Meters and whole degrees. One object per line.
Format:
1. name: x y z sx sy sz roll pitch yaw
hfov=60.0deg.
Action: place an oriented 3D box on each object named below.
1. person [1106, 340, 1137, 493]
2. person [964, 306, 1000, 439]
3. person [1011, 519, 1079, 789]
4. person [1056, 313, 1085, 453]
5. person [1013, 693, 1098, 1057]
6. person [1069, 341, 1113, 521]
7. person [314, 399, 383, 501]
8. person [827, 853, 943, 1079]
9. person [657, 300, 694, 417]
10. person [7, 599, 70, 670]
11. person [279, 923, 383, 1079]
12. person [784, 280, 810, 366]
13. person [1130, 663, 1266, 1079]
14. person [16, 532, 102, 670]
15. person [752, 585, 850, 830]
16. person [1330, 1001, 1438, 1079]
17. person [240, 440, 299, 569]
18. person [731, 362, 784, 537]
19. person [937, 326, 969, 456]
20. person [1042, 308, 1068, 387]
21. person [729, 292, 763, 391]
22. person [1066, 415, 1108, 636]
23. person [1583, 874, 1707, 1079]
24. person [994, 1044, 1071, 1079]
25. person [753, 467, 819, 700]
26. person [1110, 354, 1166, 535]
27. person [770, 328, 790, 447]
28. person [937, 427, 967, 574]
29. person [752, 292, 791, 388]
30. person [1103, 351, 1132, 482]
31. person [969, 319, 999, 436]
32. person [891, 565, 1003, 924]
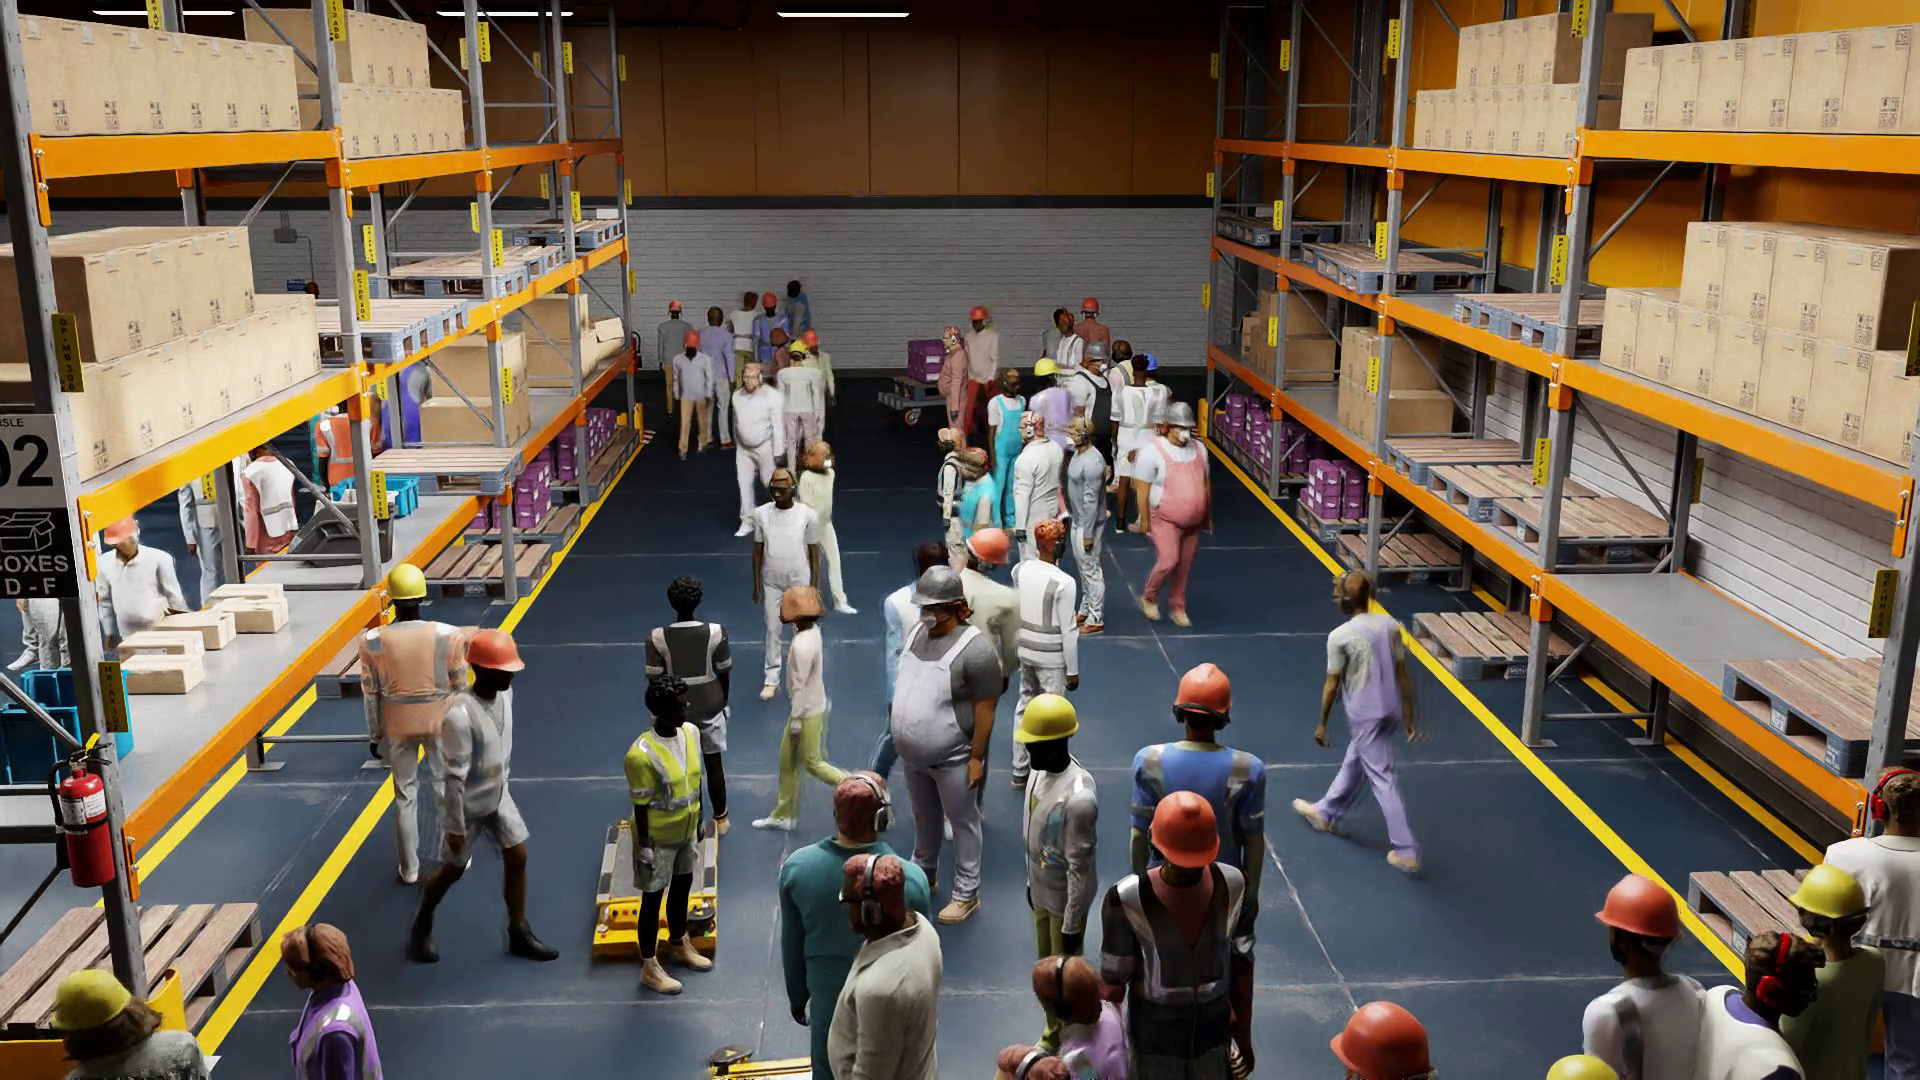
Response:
1. person: 1.946 -1.483 19.968 0.430 1.837 0.629 10 17 35
2. person: 0.280 -2.204 22.592 0.613 1.939 1.063 10 17 33
3. person: 0.565 0.782 10.982 0.342 1.877 0.570 -11 18 -37
4. person: 1.457 -2.112 22.346 0.374 1.879 0.582 -6 16 -24
5. person: 0.429 1.614 7.631 0.397 1.920 0.586 -4 15 -16
6. person: 1.493 -1.208 18.459 0.535 2.000 0.681 8 16 28
7. person: -5.908 -0.584 16.157 0.613 1.964 0.361 -6 16 -23
8. person: -0.279 2.031 6.045 0.399 1.897 0.652 3 15 11
9. person: -4.261 -2.725 25.002 0.565 1.747 0.346 -4 15 -16
10. person: -7.536 0.120 13.492 0.593 1.920 0.391 4 15 14
11. person: -2.257 2.154 6.083 0.319 1.631 0.524 -6 16 -23
12. person: -2.723 -3.425 27.662 0.448 1.795 0.699 -3 15 -11
13. person: 1.082 1.553 7.617 0.607 2.045 0.390 4 15 14
14. person: -6.800 0.355 12.562 0.635 1.932 0.363 -7 16 -27
15. person: -0.913 1.067 10.414 0.755 1.592 0.532 0 14 -1
16. person: 1.201 2.278 4.879 0.620 1.993 0.393 -11 18 -37
17. person: -5.863 -0.050 14.191 0.412 1.907 0.596 4 15 14
18. person: -2.166 -1.015 18.035 0.647 1.883 0.804 6 15 22
19. person: -0.083 -1.724 20.784 0.399 1.899 0.635 1 14 3
20. person: 1.357 -2.284 23.074 0.526 1.856 0.350 8 16 29
21. person: -3.289 -2.911 25.623 0.678 1.809 0.744 2 14 8
22. person: 1.093 -0.130 14.467 0.377 1.931 0.624 -2 14 -7
23. person: 2.323 2.098 5.749 0.570 1.904 0.547 -6 15 -22
24. person: 0.228 2.350 4.798 0.400 1.898 0.650 7 16 25
25. person: -1.335 0.341 12.770 0.513 1.844 0.328 1 14 5
26. person: 1.917 -1.030 17.939 0.603 1.957 0.384 4 15 15
27. person: -2.443 -2.085 22.719 0.266 1.631 0.509 1 14 4
28. person: -0.065 -0.244 15.494 0.314 1.632 0.516 2 14 9
29. person: -2.795 -2.722 24.682 0.557 1.904 0.642 0 14 0
30. person: 1.994 -1.557 20.517 0.535 1.697 0.318 1 14 5
31. person: 0.336 -2.277 23.309 0.548 1.704 0.682 -9 17 -32
32. person: -0.129 1.129 9.287 0.536 2.000 0.677 -14 20 -43
